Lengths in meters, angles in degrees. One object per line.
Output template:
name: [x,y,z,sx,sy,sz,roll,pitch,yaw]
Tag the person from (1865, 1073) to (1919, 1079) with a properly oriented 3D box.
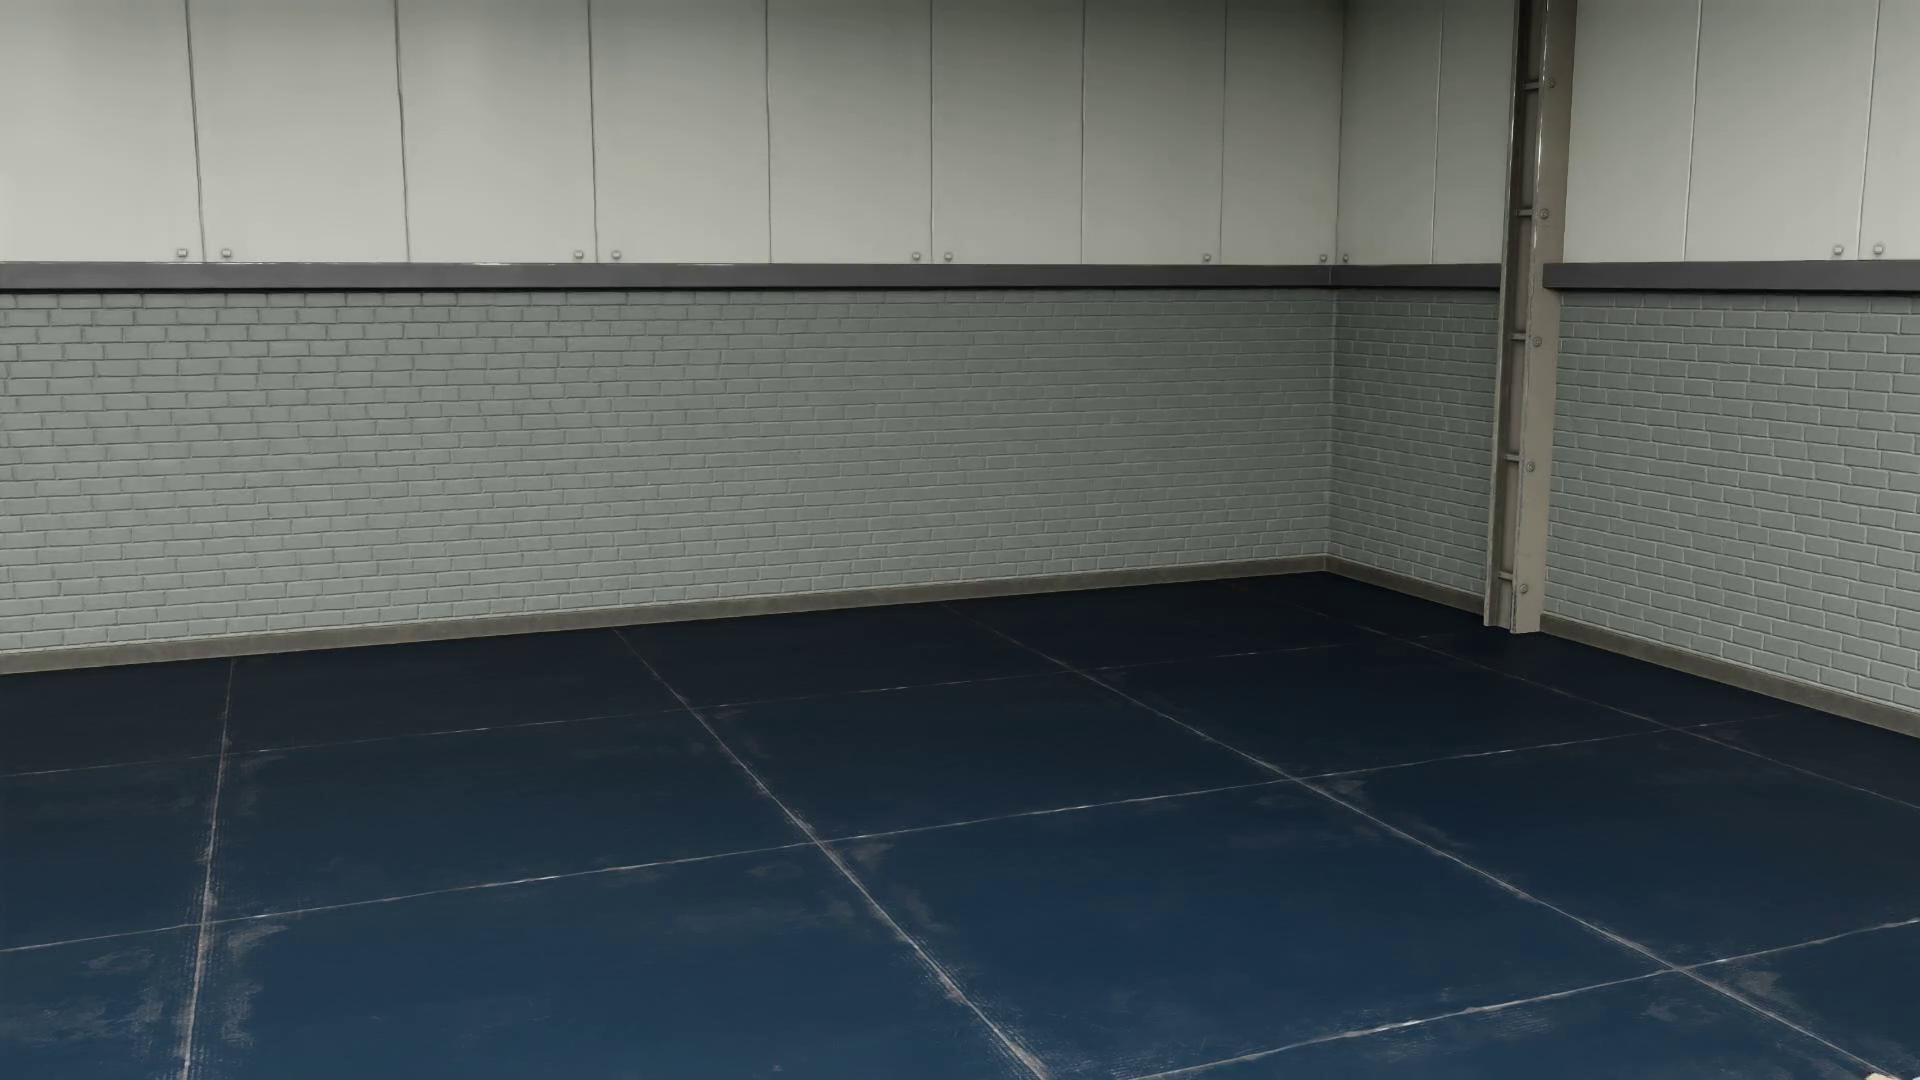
person: [3.716,1.226,5.770,0.941,1.795,0.646,5,10,29]
